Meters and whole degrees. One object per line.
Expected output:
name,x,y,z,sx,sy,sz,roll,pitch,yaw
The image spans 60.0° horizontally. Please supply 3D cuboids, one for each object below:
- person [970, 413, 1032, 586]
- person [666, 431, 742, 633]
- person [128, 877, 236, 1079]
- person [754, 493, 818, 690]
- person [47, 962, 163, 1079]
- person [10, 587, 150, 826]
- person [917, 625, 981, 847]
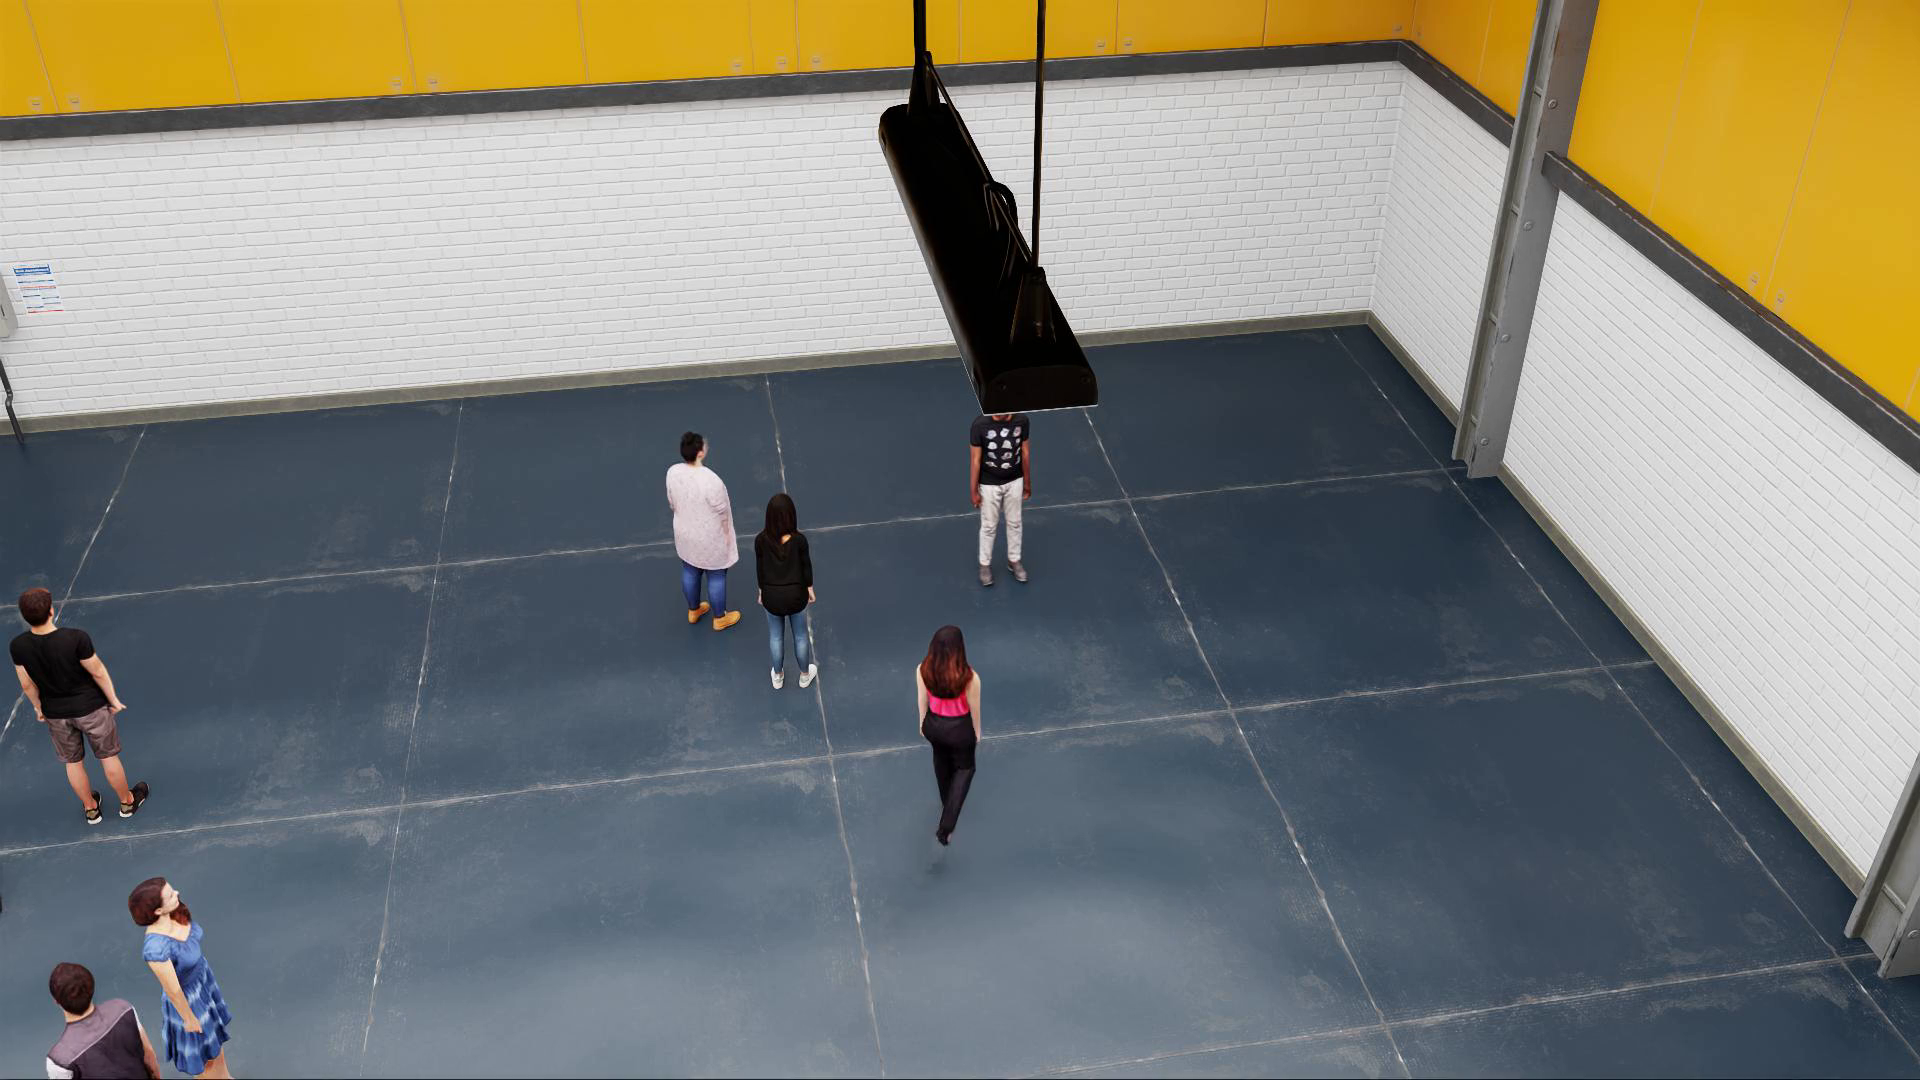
person,0.325,-0.475,13.418,0.673,1.802,0.627,-8,35,-12
person,-2.006,-0.080,12.876,0.797,1.744,0.835,17,37,23
person,-4.117,2.490,8.954,0.752,1.804,0.542,-10,35,-15
person,-1.293,0.383,12.268,0.612,1.646,0.571,0,34,1
person,-4.148,2.901,8.344,1.042,1.795,1.221,9,35,13
person,-5.870,1.098,10.996,0.694,1.862,0.584,-8,34,-12
person,-0.089,1.292,10.906,0.862,1.639,1.044,10,35,14
